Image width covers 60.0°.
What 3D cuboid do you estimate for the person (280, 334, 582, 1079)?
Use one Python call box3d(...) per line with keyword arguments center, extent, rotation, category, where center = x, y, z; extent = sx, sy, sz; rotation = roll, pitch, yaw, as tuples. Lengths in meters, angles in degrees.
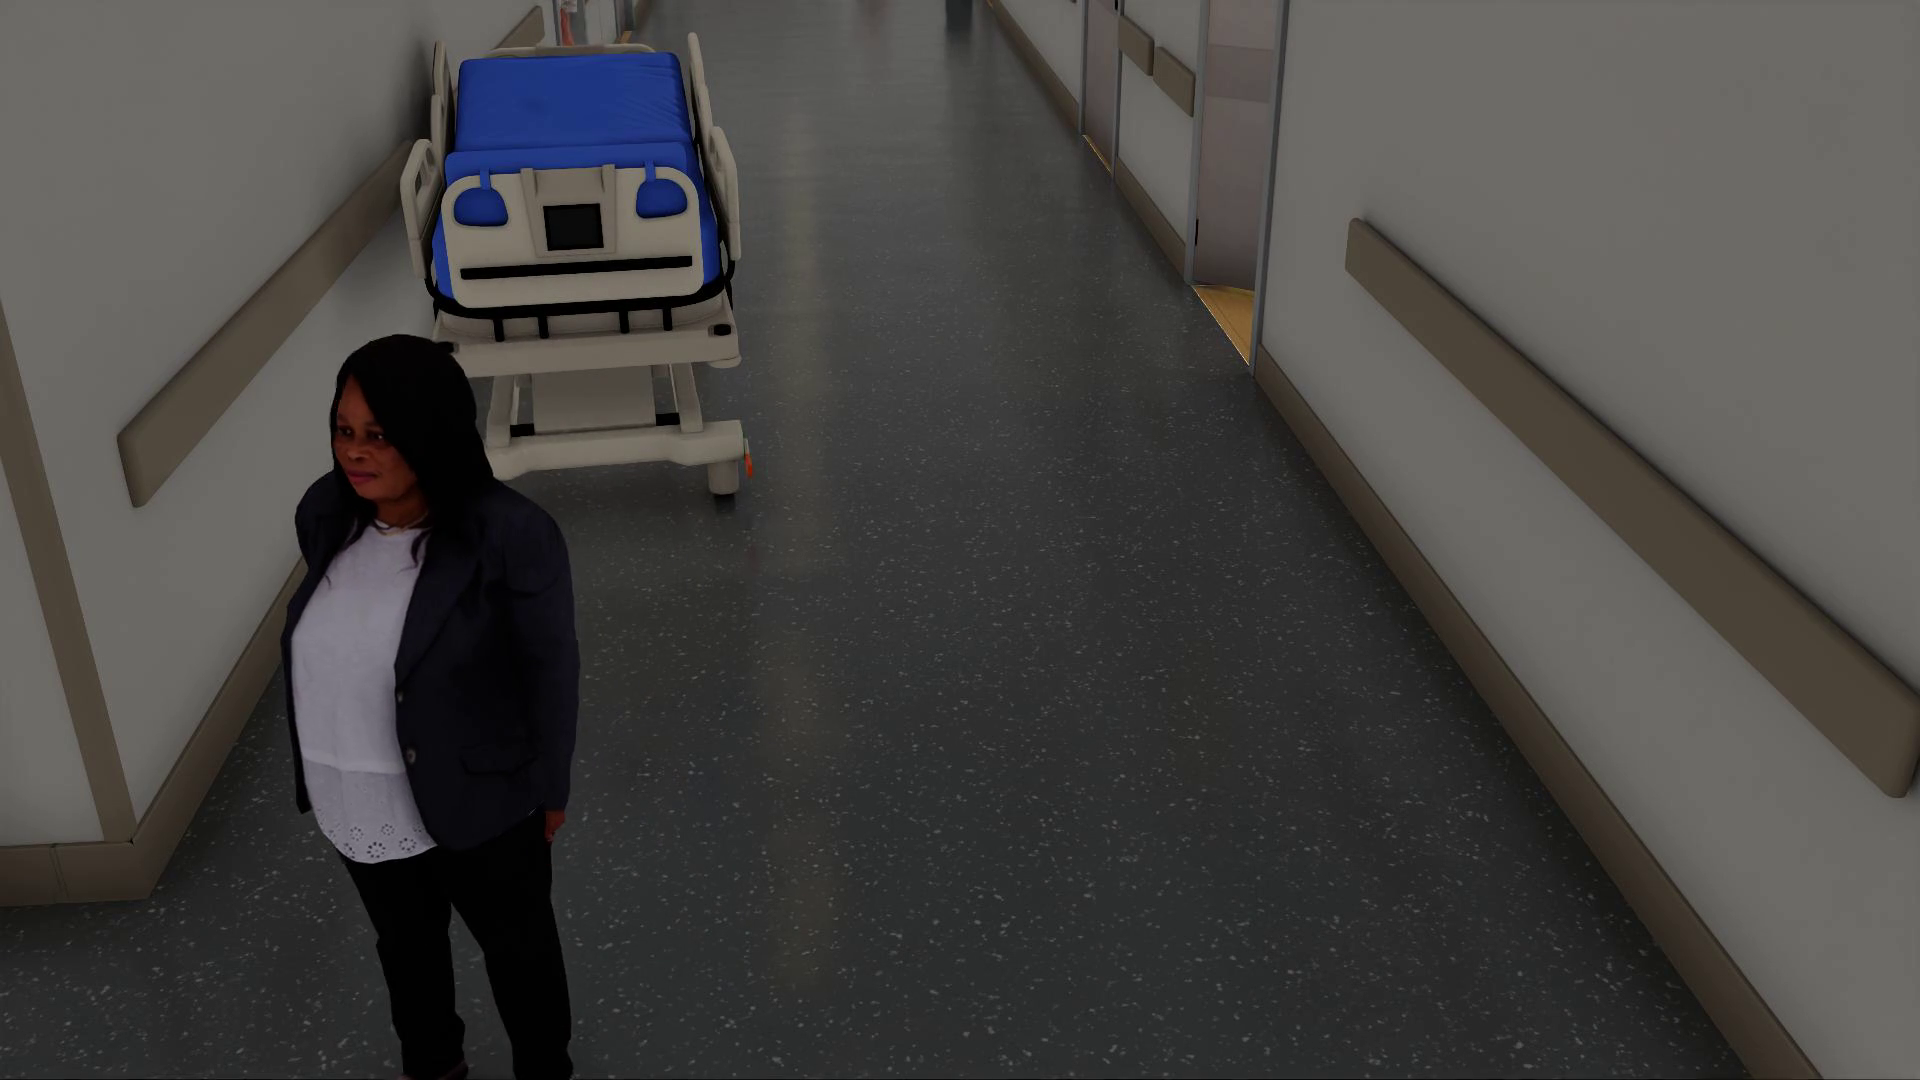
box3d(center=(-0.926, 0.409, 2.975), extent=(0.709, 1.597, 0.819), rotation=(7, 27, 13), category="person")
